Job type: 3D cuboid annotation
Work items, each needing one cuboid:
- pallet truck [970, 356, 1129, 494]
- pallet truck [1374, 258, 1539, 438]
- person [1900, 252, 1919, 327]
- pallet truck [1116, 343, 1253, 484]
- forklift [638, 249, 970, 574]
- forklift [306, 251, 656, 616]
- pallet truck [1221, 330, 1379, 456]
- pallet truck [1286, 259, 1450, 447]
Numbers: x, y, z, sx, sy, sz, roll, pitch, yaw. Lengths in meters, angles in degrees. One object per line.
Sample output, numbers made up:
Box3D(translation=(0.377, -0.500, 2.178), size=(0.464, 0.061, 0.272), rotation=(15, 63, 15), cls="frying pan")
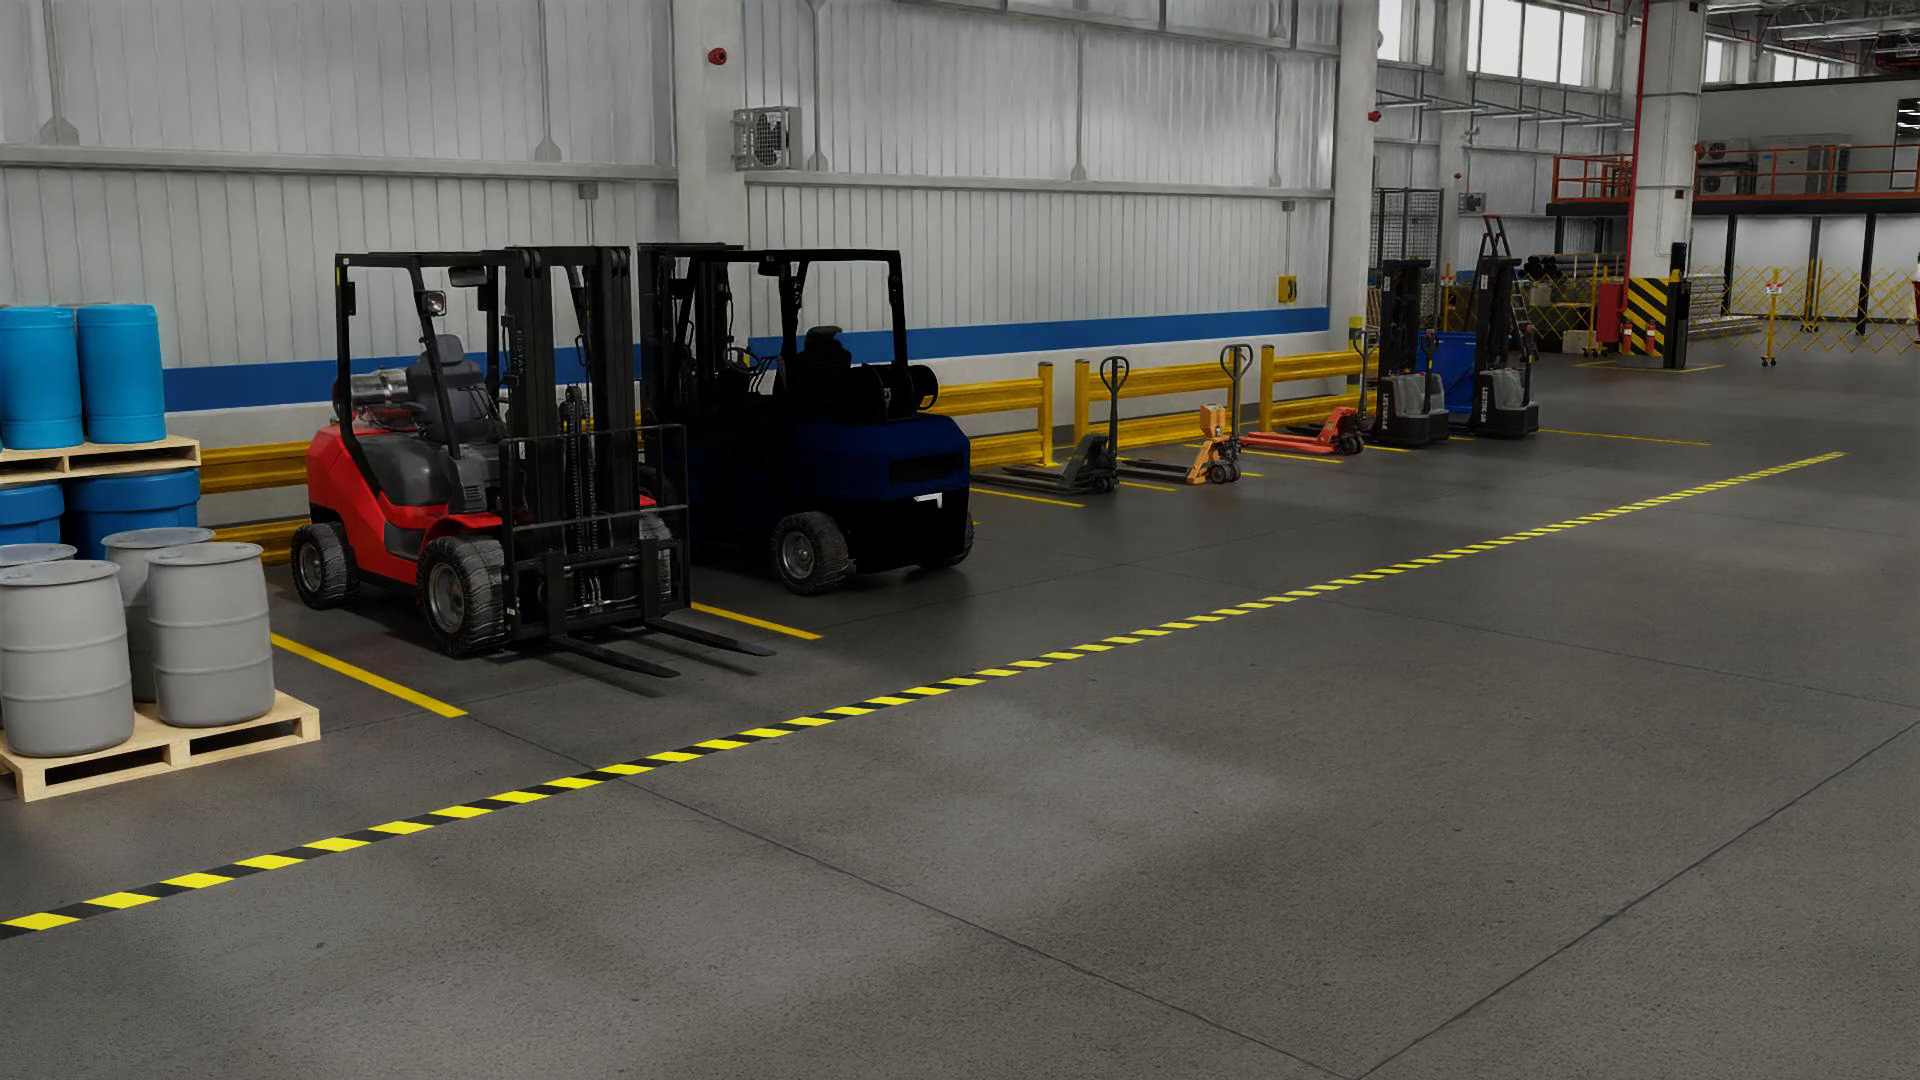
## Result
Box3D(translation=(0.784, -1.085, 14.876), size=(0.680, 1.201, 1.601), rotation=(-10, 14, -44), cls="pallet truck")
Box3D(translation=(5.704, -2.208, 18.901), size=(1.885, 1.965, 0.823), rotation=(10, 14, 43), cls="pallet truck")
Box3D(translation=(23.472, -6.088, 40.470), size=(0.582, 1.858, 0.841), rotation=(-7, 13, -35), cls="person")
Box3D(translation=(1.962, -1.215, 15.415), size=(1.522, 1.261, 0.704), rotation=(10, 14, 43), cls="pallet truck")
Box3D(translation=(-1.173, -0.958, 11.239), size=(2.680, 1.987, 1.157), rotation=(10, 14, 43), cls="forklift")
Box3D(translation=(-2.833, -0.669, 9.694), size=(1.157, 1.987, 2.680), rotation=(-10, 14, -44), cls="forklift")
Box3D(translation=(3.563, -1.581, 17.381), size=(0.653, 1.274, 1.630), rotation=(-10, 14, -44), cls="pallet truck")
Box3D(translation=(4.493, -2.078, 18.196), size=(0.823, 1.965, 1.885), rotation=(-9, 14, -40), cls="pallet truck")
